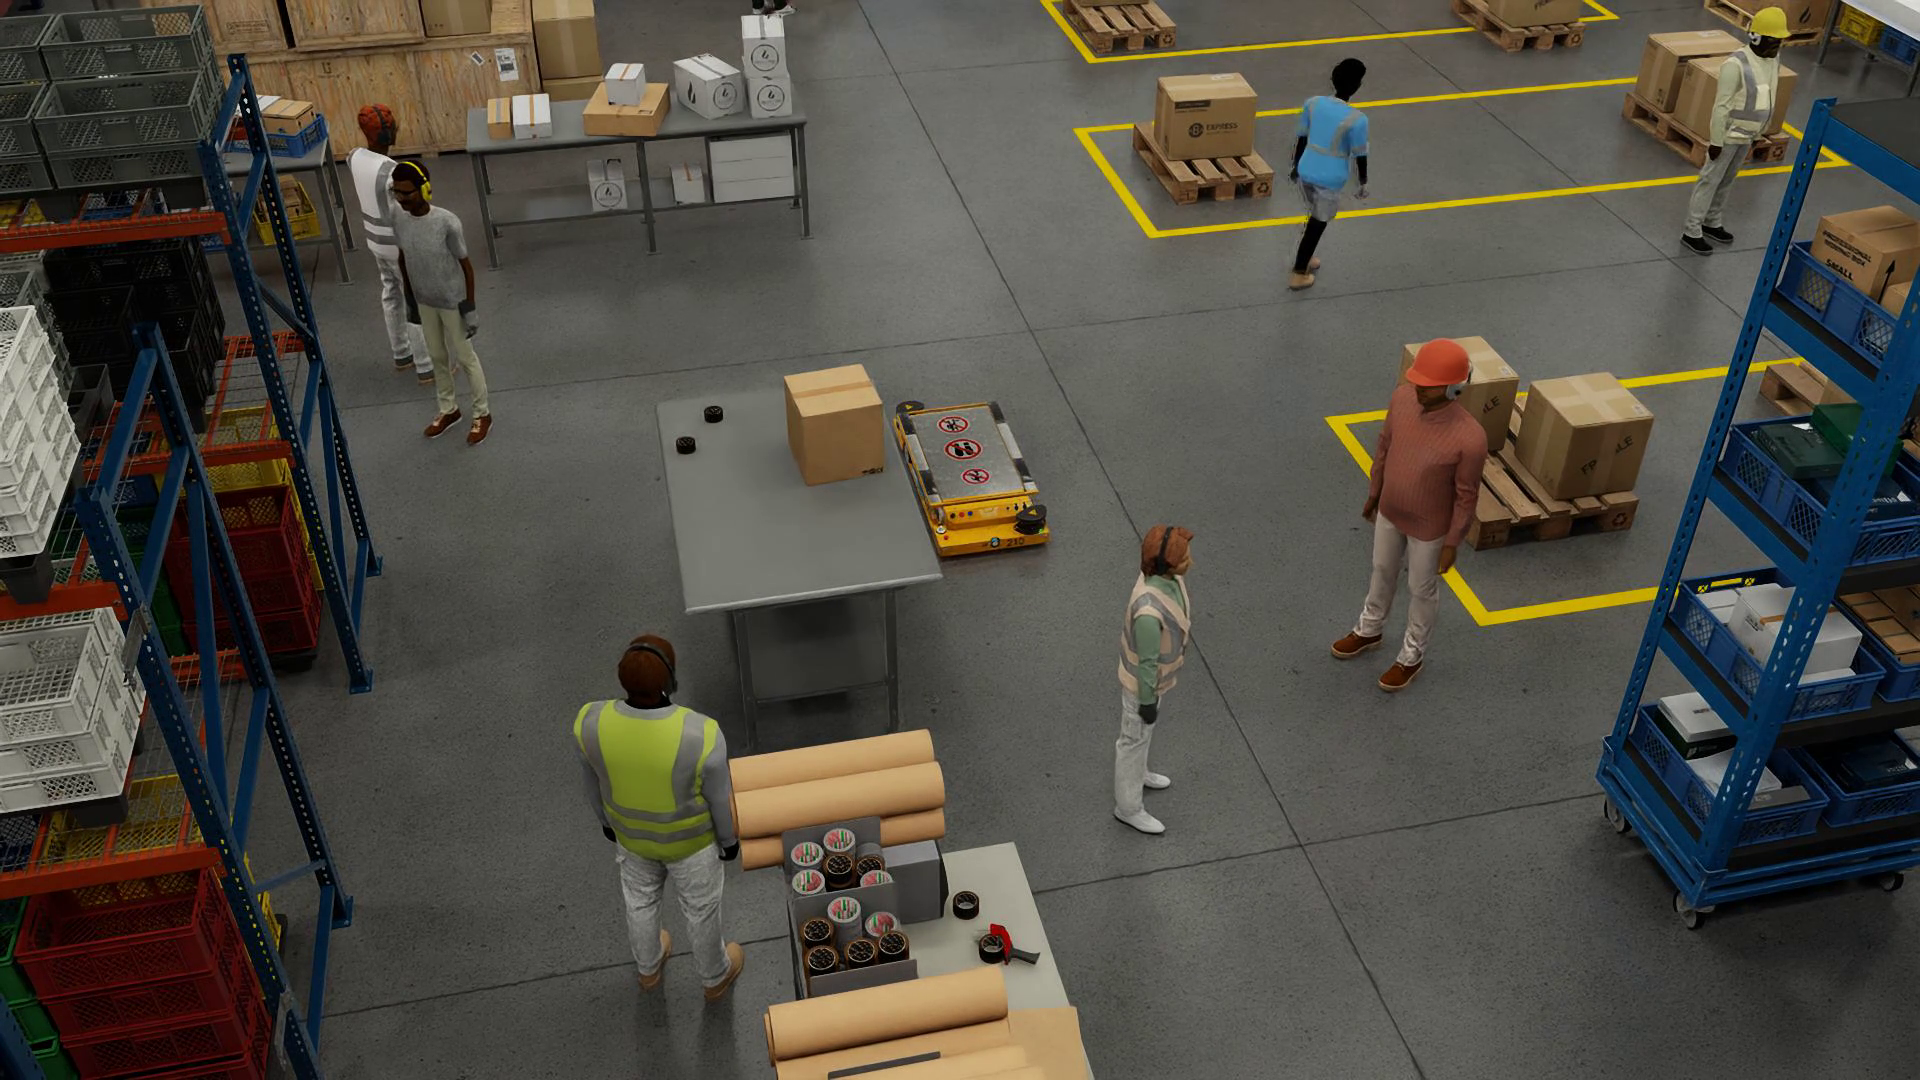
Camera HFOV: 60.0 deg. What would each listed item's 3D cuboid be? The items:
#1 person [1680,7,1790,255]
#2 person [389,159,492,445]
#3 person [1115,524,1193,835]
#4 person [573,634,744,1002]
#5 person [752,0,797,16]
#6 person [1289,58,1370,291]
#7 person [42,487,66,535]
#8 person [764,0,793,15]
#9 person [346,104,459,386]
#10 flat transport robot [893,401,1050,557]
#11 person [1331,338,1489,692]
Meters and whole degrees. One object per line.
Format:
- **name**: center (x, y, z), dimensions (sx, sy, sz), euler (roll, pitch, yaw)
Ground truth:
- **person**: center (5.753, -3.029, 12.301), dimensions (0.587, 1.834, 0.403), euler (-25, 43, -30)
- **person**: center (-3.171, -1.438, 10.134), dimensions (0.513, 1.872, 0.331), euler (12, 38, 15)
- **person**: center (0.872, 0.607, 7.573), dimensions (0.314, 1.641, 0.515), euler (9, 38, 11)
- **person**: center (-1.175, 1.142, 6.701), dimensions (0.629, 1.837, 0.430), euler (7, 37, 9)
- **person**: center (-1.940, -6.165, 16.448), dimensions (0.597, 1.914, 0.372), euler (14, 39, 18)
- **person**: center (2.611, -2.591, 11.850), dimensions (0.570, 1.654, 0.556), euler (-22, 42, -26)
- **person**: center (-5.397, -0.811, 9.235), dimensions (0.632, 1.940, 0.372), euler (24, 43, 28)
- **person**: center (-1.677, -6.227, 16.550), dimensions (0.679, 1.879, 0.649), euler (-11, 38, -14)
- **person**: center (-3.638, -1.897, 10.750), dimensions (0.578, 1.874, 0.343), euler (28, 45, 33)
- **flat transport robot**: center (0.046, -0.430, 10.108), dimensions (0.652, 0.197, 1.431), euler (-8, 37, -10)
- **person**: center (2.250, -0.125, 8.264), dimensions (0.383, 1.996, 0.609), euler (-22, 42, -26)
